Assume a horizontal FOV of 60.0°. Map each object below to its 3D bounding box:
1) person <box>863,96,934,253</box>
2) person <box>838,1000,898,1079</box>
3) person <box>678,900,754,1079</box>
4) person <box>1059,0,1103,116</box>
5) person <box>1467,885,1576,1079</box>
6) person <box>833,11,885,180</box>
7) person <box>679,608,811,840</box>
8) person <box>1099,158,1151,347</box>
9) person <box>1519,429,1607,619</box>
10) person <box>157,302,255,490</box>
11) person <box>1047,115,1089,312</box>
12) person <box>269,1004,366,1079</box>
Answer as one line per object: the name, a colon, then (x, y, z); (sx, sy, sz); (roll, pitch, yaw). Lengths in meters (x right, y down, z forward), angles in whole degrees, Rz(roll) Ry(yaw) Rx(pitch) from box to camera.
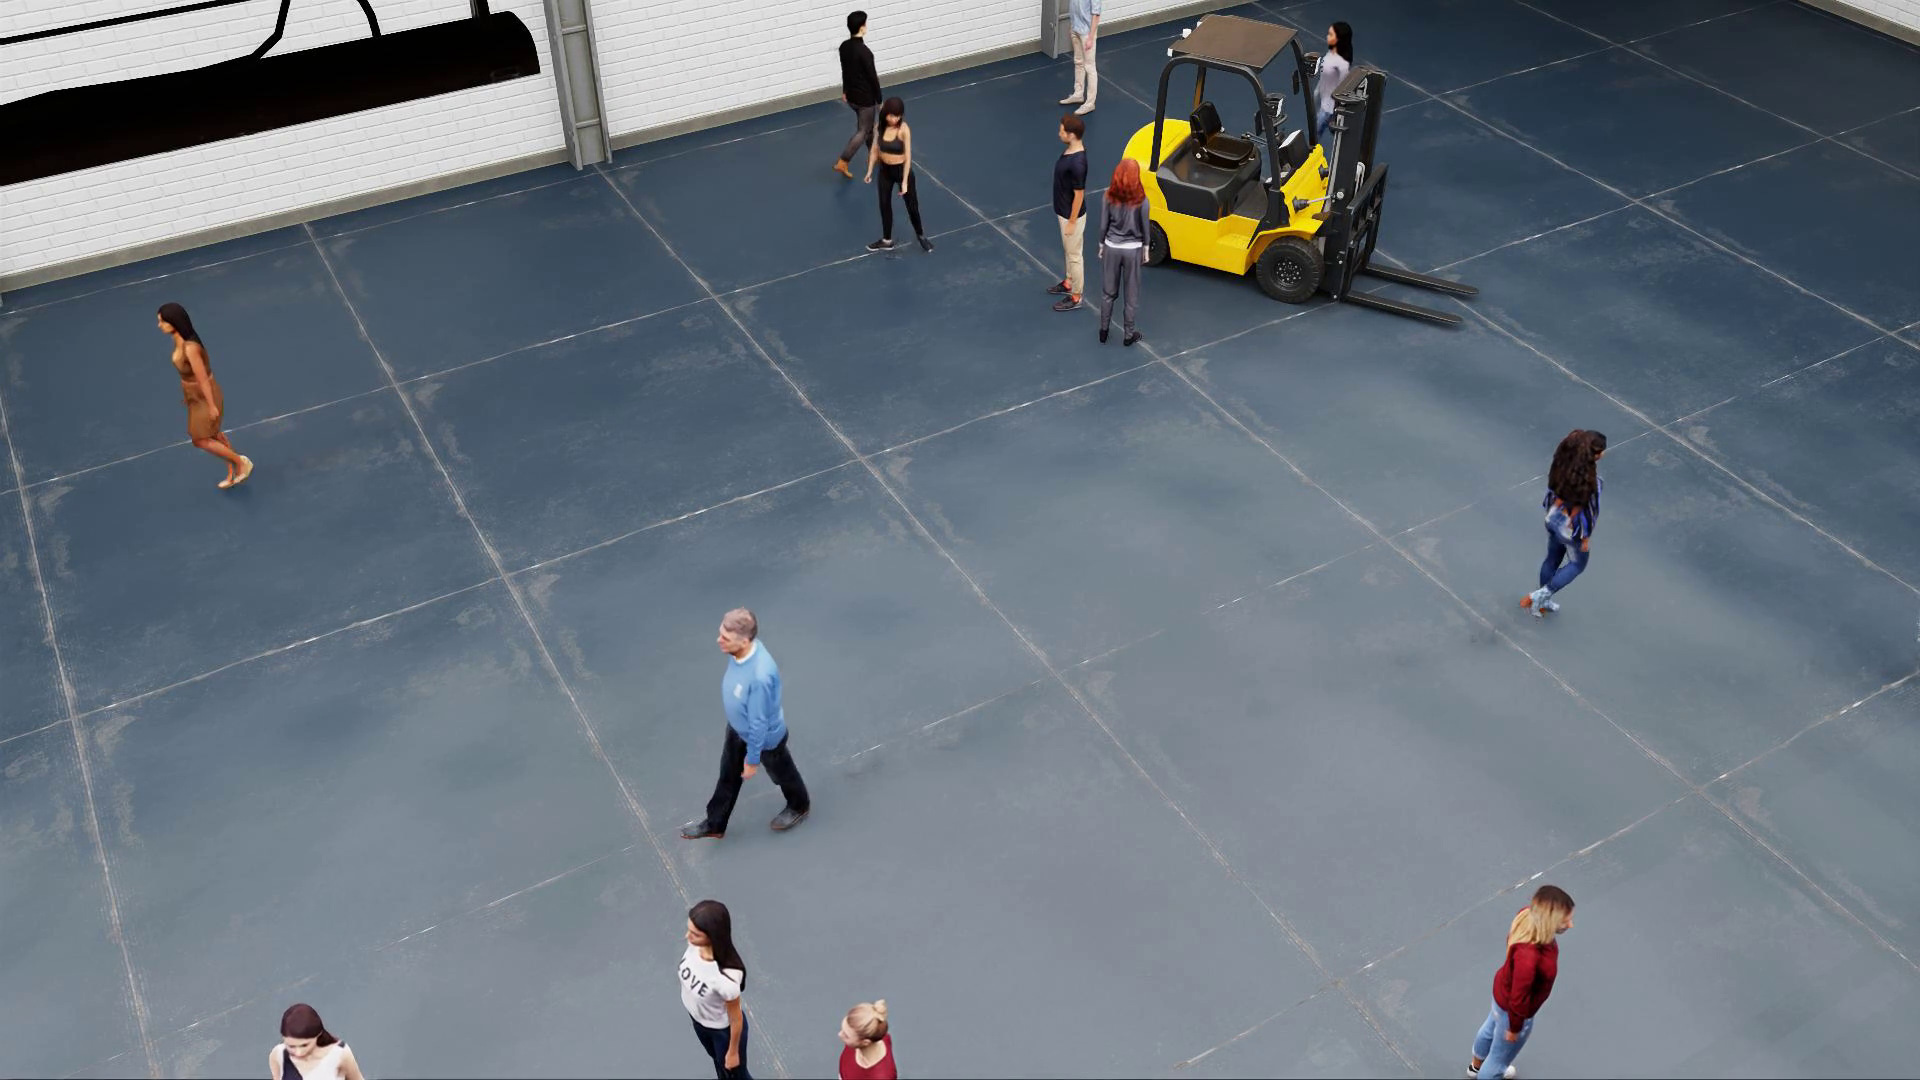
person: (-0.646, -3.489, 15.834); (0.909, 1.625, 0.896); (31, 48, 33)
person: (-0.422, 2.759, 7.950); (0.592, 1.700, 0.672); (-10, 40, -12)
person: (-1.198, 2.408, 8.329); (0.552, 1.775, 0.610); (-25, 45, -28)
person: (1.382, -5.647, 18.357); (0.563, 1.848, 0.655); (-17, 42, -20)
person: (2.848, 2.348, 8.516); (0.740, 1.635, 0.675); (10, 40, 13)
person: (-1.058, -4.561, 17.104); (1.061, 1.713, 0.706); (-24, 45, -27)
person: (-1.134, 1.093, 9.972); (1.071, 1.780, 0.721); (-24, 44, -27)
person: (1.416, -2.493, 14.462); (0.662, 1.780, 0.711); (11, 40, 14)
person: (4.170, -0.066, 11.559); (0.671, 1.611, 0.647); (-15, 41, -18)
person: (-5.740, -1.098, 12.799); (0.644, 1.676, 0.615); (-26, 46, -29)
person: (1.011, -2.960, 14.990); (0.676, 1.851, 0.710); (-3, 39, -4)
person: (-3.028, 2.724, 8.053); (0.993, 1.626, 0.913); (-1, 39, -2)
